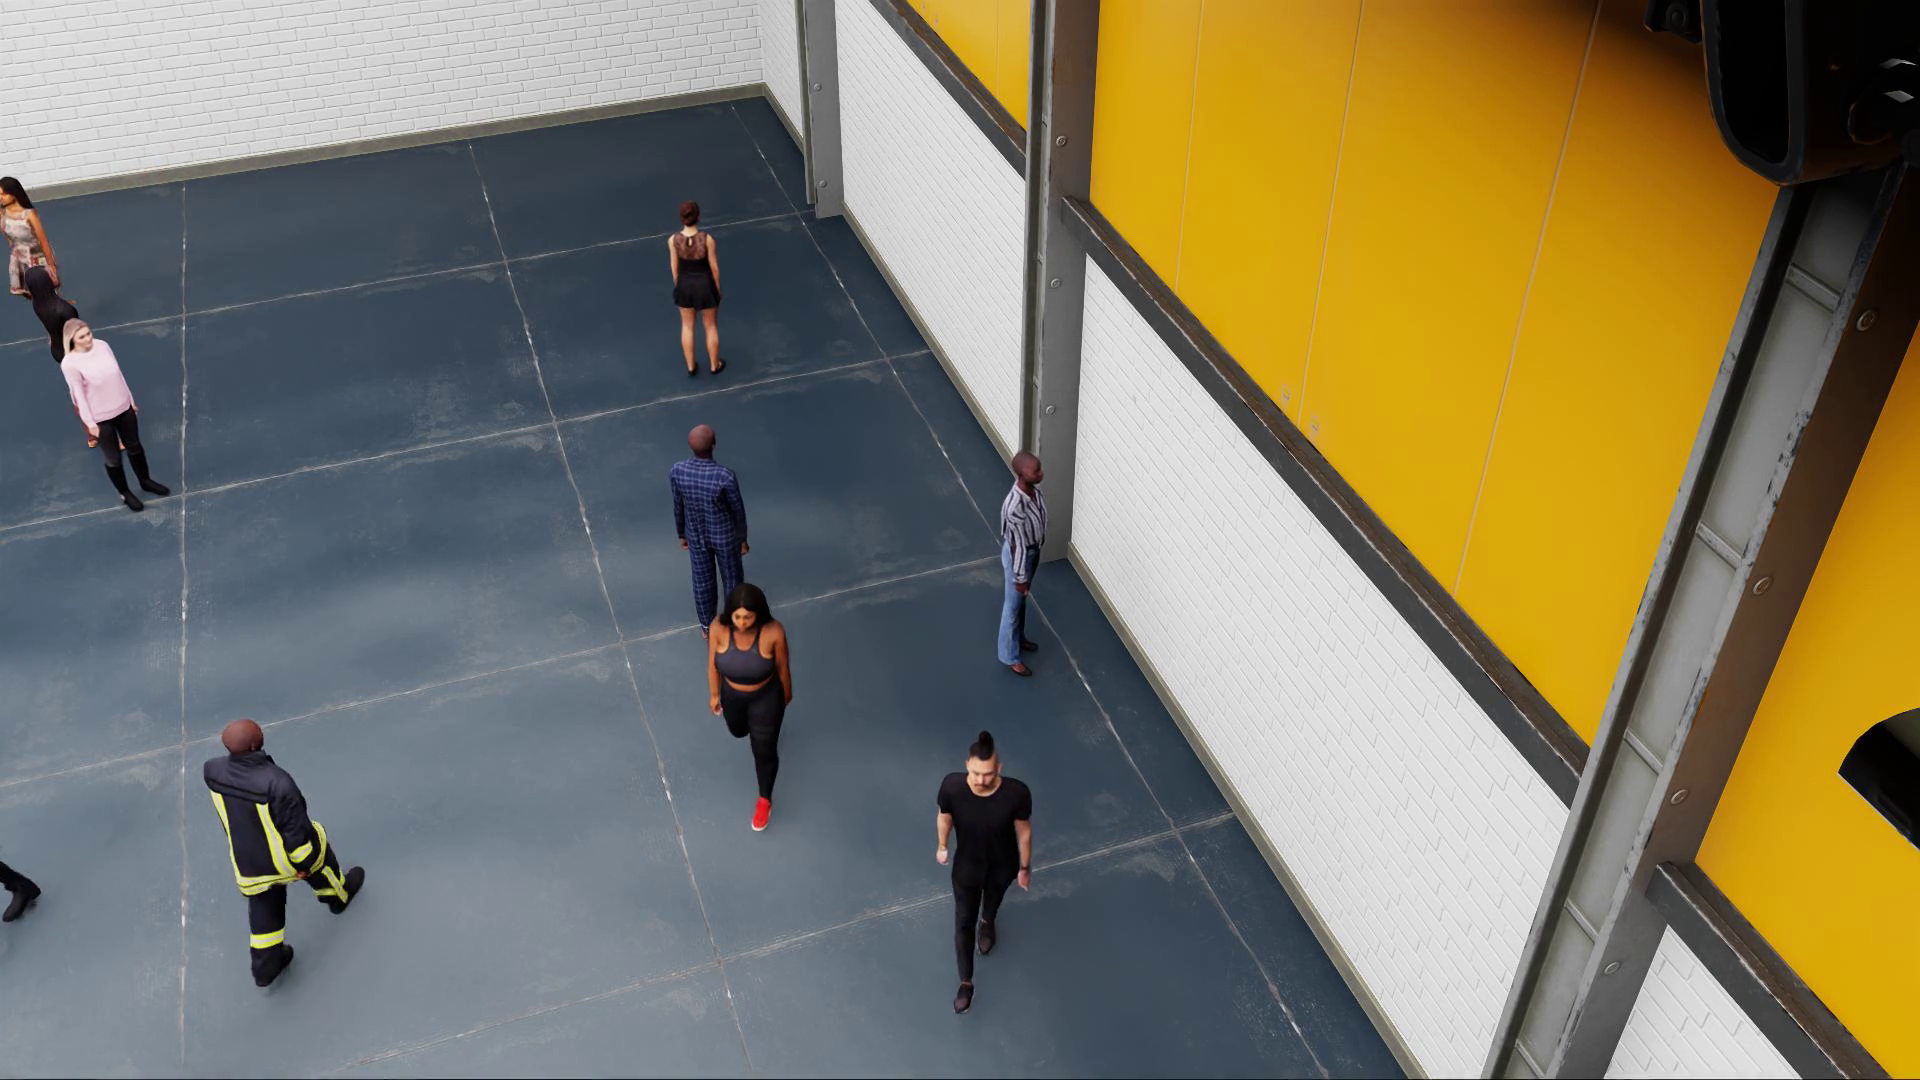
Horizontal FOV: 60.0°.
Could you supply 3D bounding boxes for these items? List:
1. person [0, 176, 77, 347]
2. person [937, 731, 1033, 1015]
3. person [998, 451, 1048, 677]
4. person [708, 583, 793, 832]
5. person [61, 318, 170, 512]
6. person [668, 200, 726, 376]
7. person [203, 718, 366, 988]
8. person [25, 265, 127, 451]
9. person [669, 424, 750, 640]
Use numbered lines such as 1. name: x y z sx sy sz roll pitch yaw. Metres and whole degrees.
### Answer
1. person: -8.237 -2.545 14.919 0.853 1.634 0.921 12 40 15
2. person: 0.150 1.719 9.421 0.978 1.834 1.169 3 39 4
3. person: 0.416 0.138 11.432 0.762 1.795 0.668 11 40 13
4. person: -1.299 0.915 10.465 1.020 1.787 1.230 6 39 8
5. person: -6.646 -1.005 12.950 0.744 1.686 0.687 17 42 20
6. person: -2.299 -2.178 14.426 0.671 1.677 0.677 1 39 1
7. person: -3.946 1.757 9.413 1.116 1.785 1.301 7 39 9
8. person: -7.187 -1.477 13.513 0.651 1.720 0.744 22 44 25
9. person: -1.730 -0.048 11.645 0.755 1.819 0.759 5 39 7
